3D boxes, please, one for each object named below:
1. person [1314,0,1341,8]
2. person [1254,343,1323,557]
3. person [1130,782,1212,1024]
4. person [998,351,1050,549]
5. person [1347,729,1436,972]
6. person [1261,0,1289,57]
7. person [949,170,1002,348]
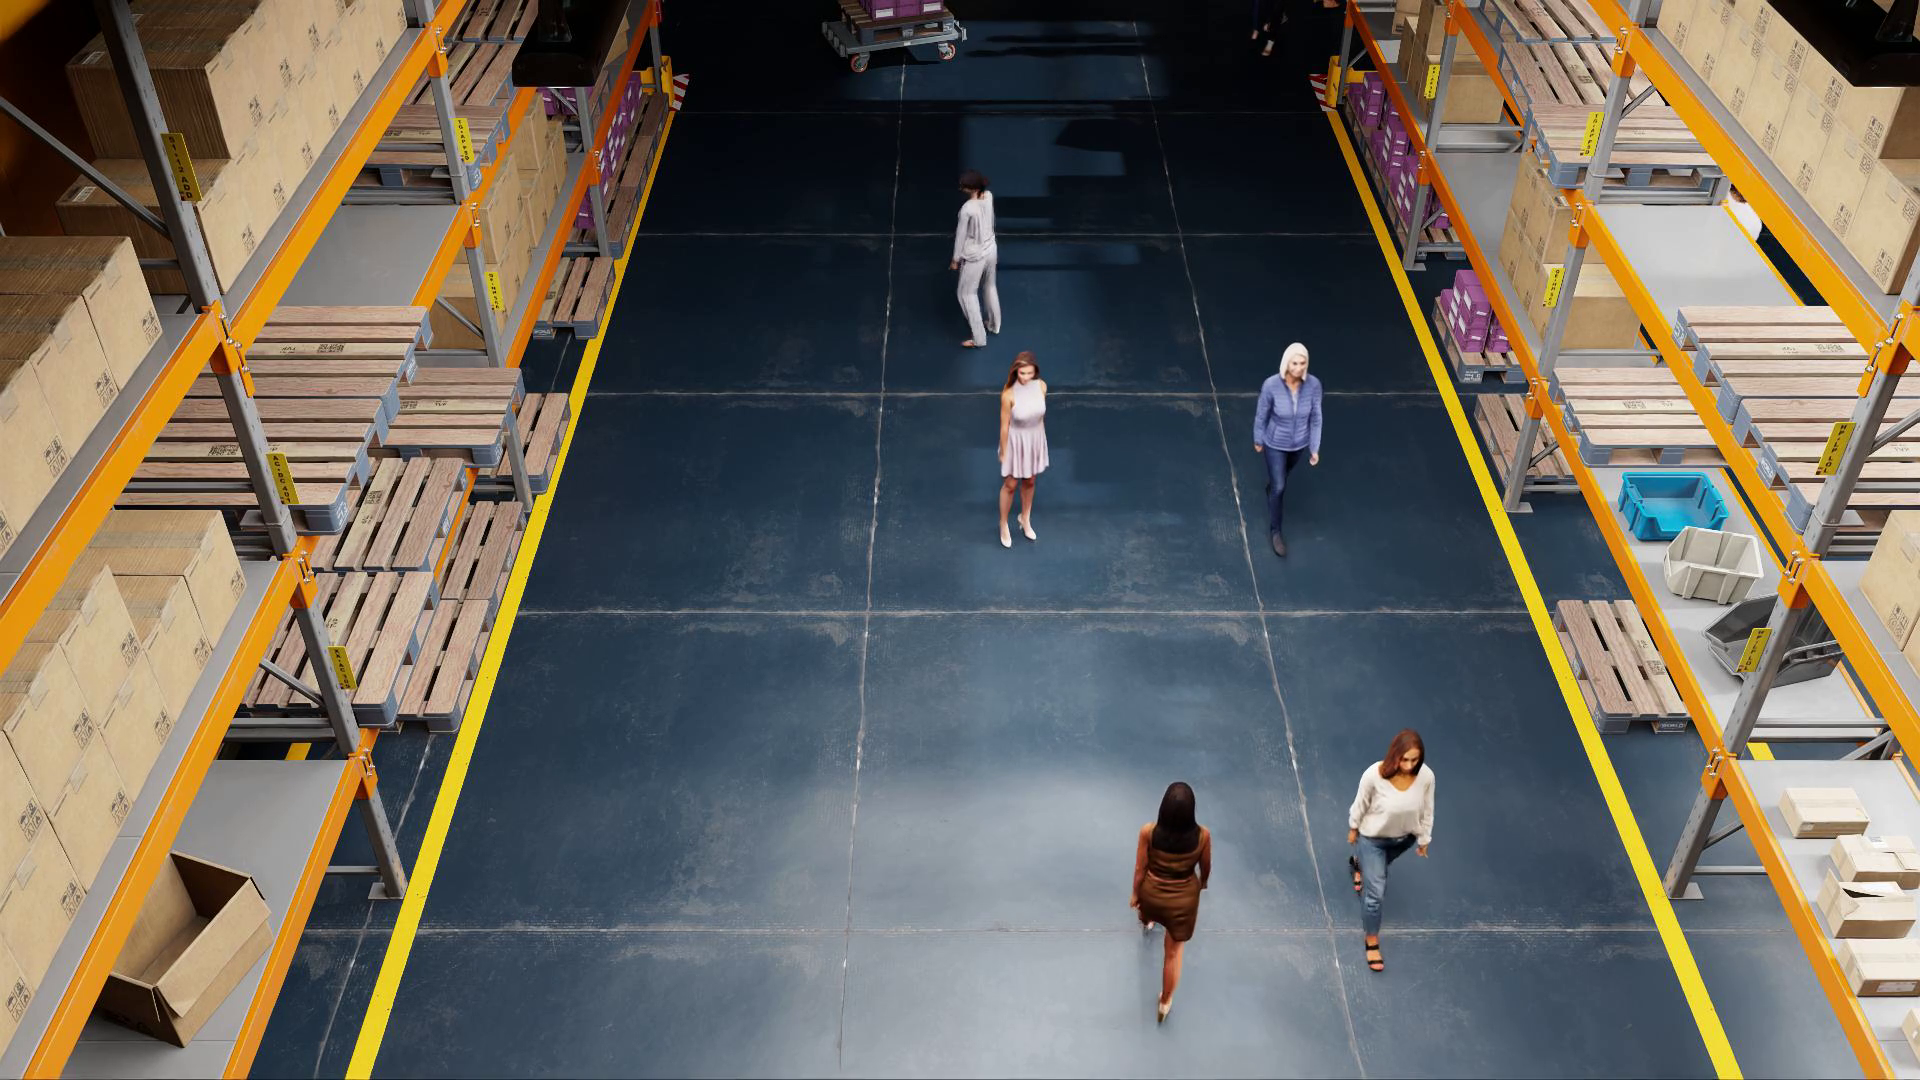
[{"bbox_3d":[4.904,-7.870,21.885,0.923,1.653,0.852,-19,42,-22],"label":"person"},{"bbox_3d":[2.548,-0.826,13.024,0.720,1.705,1.144,-3,39,-4],"label":"person"},{"bbox_3d":[1.181,2.089,9.419,0.660,1.648,1.068,3,39,4],"label":"person"},{"bbox_3d":[0.479,-0.709,12.827,0.654,1.768,0.687,-15,41,-18],"label":"person"},{"bbox_3d":[2.528,1.696,9.914,0.664,1.645,1.050,-2,39,-3],"label":"person"},{"bbox_3d":[3.976,-7.004,20.642,1.040,1.852,1.187,27,46,29],"label":"person"},{"bbox_3d":[0.171,-2.572,15.182,0.772,1.740,0.833,-20,43,-23],"label":"person"}]
